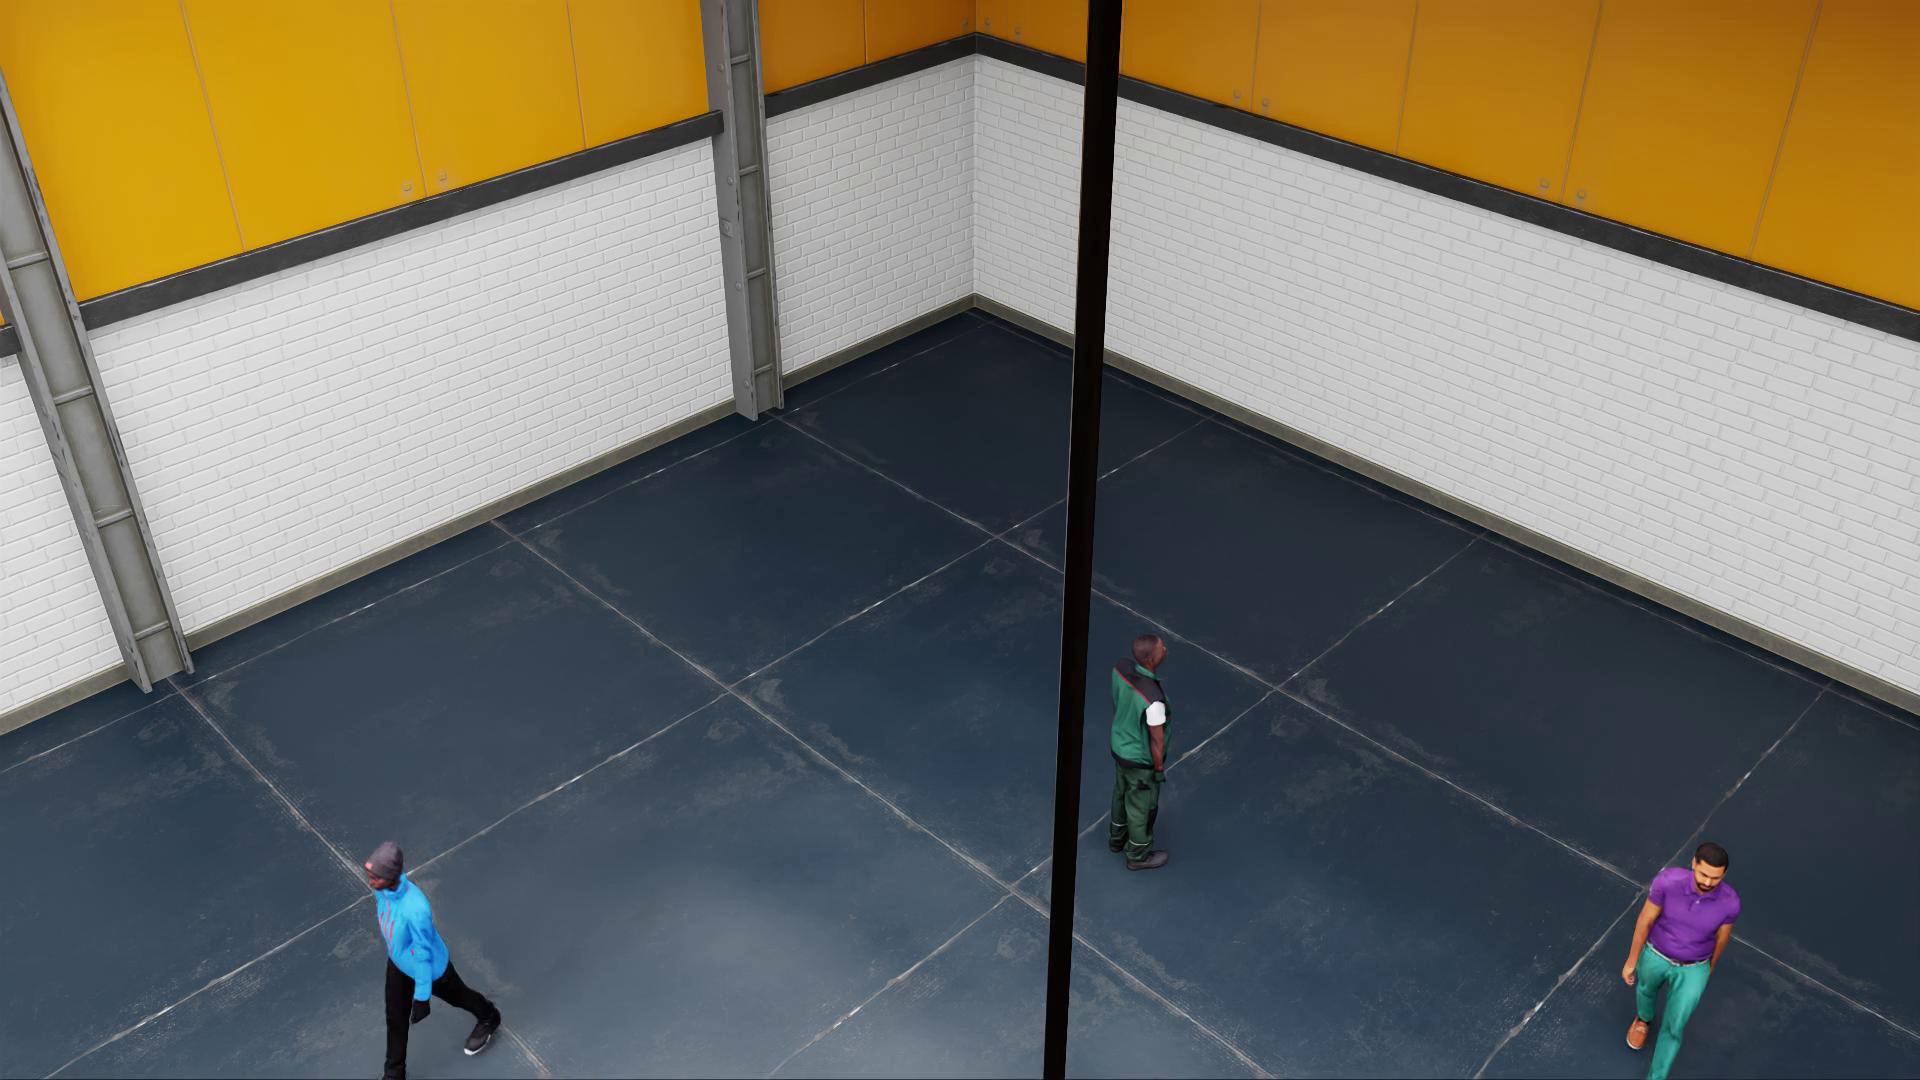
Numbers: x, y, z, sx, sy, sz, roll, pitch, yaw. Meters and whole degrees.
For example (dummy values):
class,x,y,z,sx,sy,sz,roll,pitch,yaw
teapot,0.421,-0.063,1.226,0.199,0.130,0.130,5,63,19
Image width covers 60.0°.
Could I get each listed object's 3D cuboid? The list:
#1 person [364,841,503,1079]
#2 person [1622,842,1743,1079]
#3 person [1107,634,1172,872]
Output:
class,x,y,z,sx,sy,sz,roll,pitch,yaw
person,-2.972,2.364,9.422,0.773,1.748,1.196,21,39,29
person,4.078,2.327,9.497,0.830,1.726,1.168,18,38,25
person,1.164,1.369,10.837,0.722,1.839,0.758,-16,37,-22
